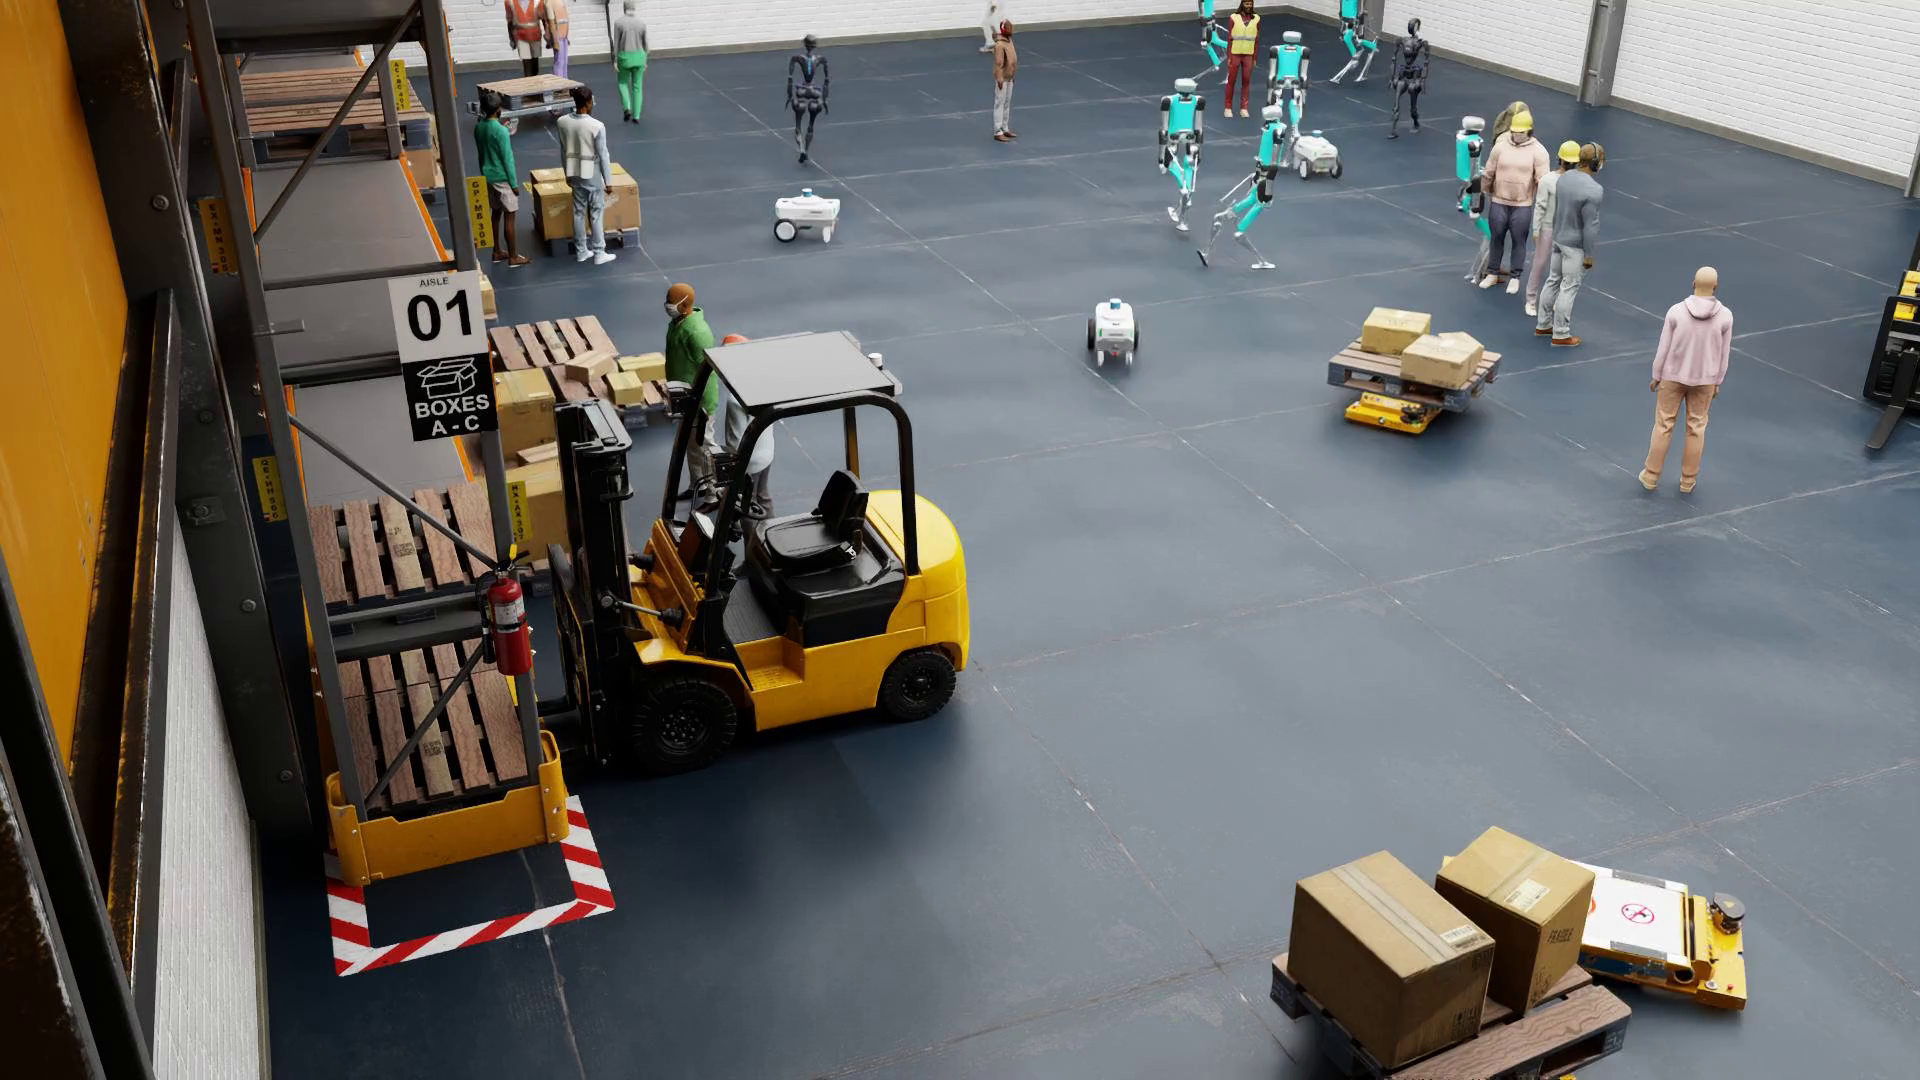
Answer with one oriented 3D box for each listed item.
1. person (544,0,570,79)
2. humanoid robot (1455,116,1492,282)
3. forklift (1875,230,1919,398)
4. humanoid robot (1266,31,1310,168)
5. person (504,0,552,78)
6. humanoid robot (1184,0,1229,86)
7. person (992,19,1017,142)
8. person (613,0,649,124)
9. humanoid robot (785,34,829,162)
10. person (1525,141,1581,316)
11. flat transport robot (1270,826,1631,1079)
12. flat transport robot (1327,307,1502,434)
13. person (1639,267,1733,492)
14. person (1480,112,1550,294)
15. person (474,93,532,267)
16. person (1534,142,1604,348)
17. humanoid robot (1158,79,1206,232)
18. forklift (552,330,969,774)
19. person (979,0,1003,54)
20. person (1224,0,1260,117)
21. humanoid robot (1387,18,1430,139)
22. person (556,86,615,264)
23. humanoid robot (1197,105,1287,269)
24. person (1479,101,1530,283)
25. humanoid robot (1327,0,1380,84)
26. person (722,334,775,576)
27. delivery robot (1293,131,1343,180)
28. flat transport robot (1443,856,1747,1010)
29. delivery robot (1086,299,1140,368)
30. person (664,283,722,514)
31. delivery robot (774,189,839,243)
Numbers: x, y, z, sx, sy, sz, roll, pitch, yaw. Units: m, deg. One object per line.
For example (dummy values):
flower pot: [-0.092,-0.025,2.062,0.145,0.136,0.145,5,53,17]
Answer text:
person: [-6.159,-7.692,25.532,0.389,1.845,0.563,2,27,5]
humanoid robot: [5.474,-3.502,17.390,0.772,1.833,0.547,-2,27,-3]
forklift: [9.029,-2.397,14.618,1.214,2.155,2.313,18,32,32]
humanoid robot: [4.261,-5.625,21.553,0.553,1.770,0.779,-1,27,-1]
person: [-6.618,-7.721,25.541,0.616,1.904,1.049,-9,28,-17]
humanoid robot: [4.064,-7.927,26.146,1.027,1.738,0.537,11,29,21]
person: [0.610,-6.424,23.221,0.332,1.651,0.468,11,29,21]
person: [-4.767,-6.970,24.111,0.536,1.828,0.407,-10,28,-18]
humanoid robot: [-2.031,-5.867,22.099,0.599,1.633,0.490,-3,27,-6]
person: [5.912,-3.074,16.445,0.529,1.760,0.342,-4,27,-8]
flat transport robot: [2.178,2.254,7.504,0.659,0.231,1.431,-13,29,-24]
flat transport robot: [3.954,-1.299,14.572,0.659,0.231,1.431,17,31,30]
person: [5.554,-1.208,12.706,0.525,1.781,0.404,7,28,14]
person: [5.710,-3.499,17.186,0.811,1.855,0.436,16,31,29]
person: [-4.996,-3.876,17.951,0.504,1.843,0.391,19,32,33]
person: [5.764,-2.775,15.663,0.362,1.932,0.628,-6,27,-12]
humanoid robot: [2.574,-4.325,18.966,0.548,1.733,1.028,-6,27,-12]
forklift: [-1.094,0.010,9.831,2.313,2.155,1.214,-10,28,-20]
person: [0.597,-9.379,28.880,0.592,1.848,0.593,-13,29,-24]
person: [4.160,-7.140,24.534,0.470,1.766,0.384,-1,27,-2]
humanoid robot: [6.336,-6.497,23.408,0.588,1.651,0.756,19,32,32]
person: [-4.034,-3.930,17.987,0.597,1.907,0.410,10,28,19]
humanoid robot: [2.956,-3.741,17.800,0.970,1.761,0.549,-2,27,-3]
person: [5.715,-3.663,17.489,0.397,1.875,0.565,15,31,28]
humanoid robot: [6.319,-8.052,26.354,0.953,1.737,0.535,-13,30,-25]
person: [-1.478,-0.588,11.521,0.350,1.739,0.568,8,28,15]
delivery robot: [4.624,-5.025,21.643,0.499,0.575,0.750,-5,27,-10]
flat transport robot: [3.105,1.888,8.232,1.431,0.231,0.659,9,28,18]
delivery robot: [1.444,-1.961,15.565,0.499,0.590,0.793,1,27,2]
person: [-1.997,-1.057,12.405,0.384,1.781,0.550,-15,30,-28]
delivery robot: [-1.778,-3.711,19.067,0.780,0.609,0.523,1,27,3]
